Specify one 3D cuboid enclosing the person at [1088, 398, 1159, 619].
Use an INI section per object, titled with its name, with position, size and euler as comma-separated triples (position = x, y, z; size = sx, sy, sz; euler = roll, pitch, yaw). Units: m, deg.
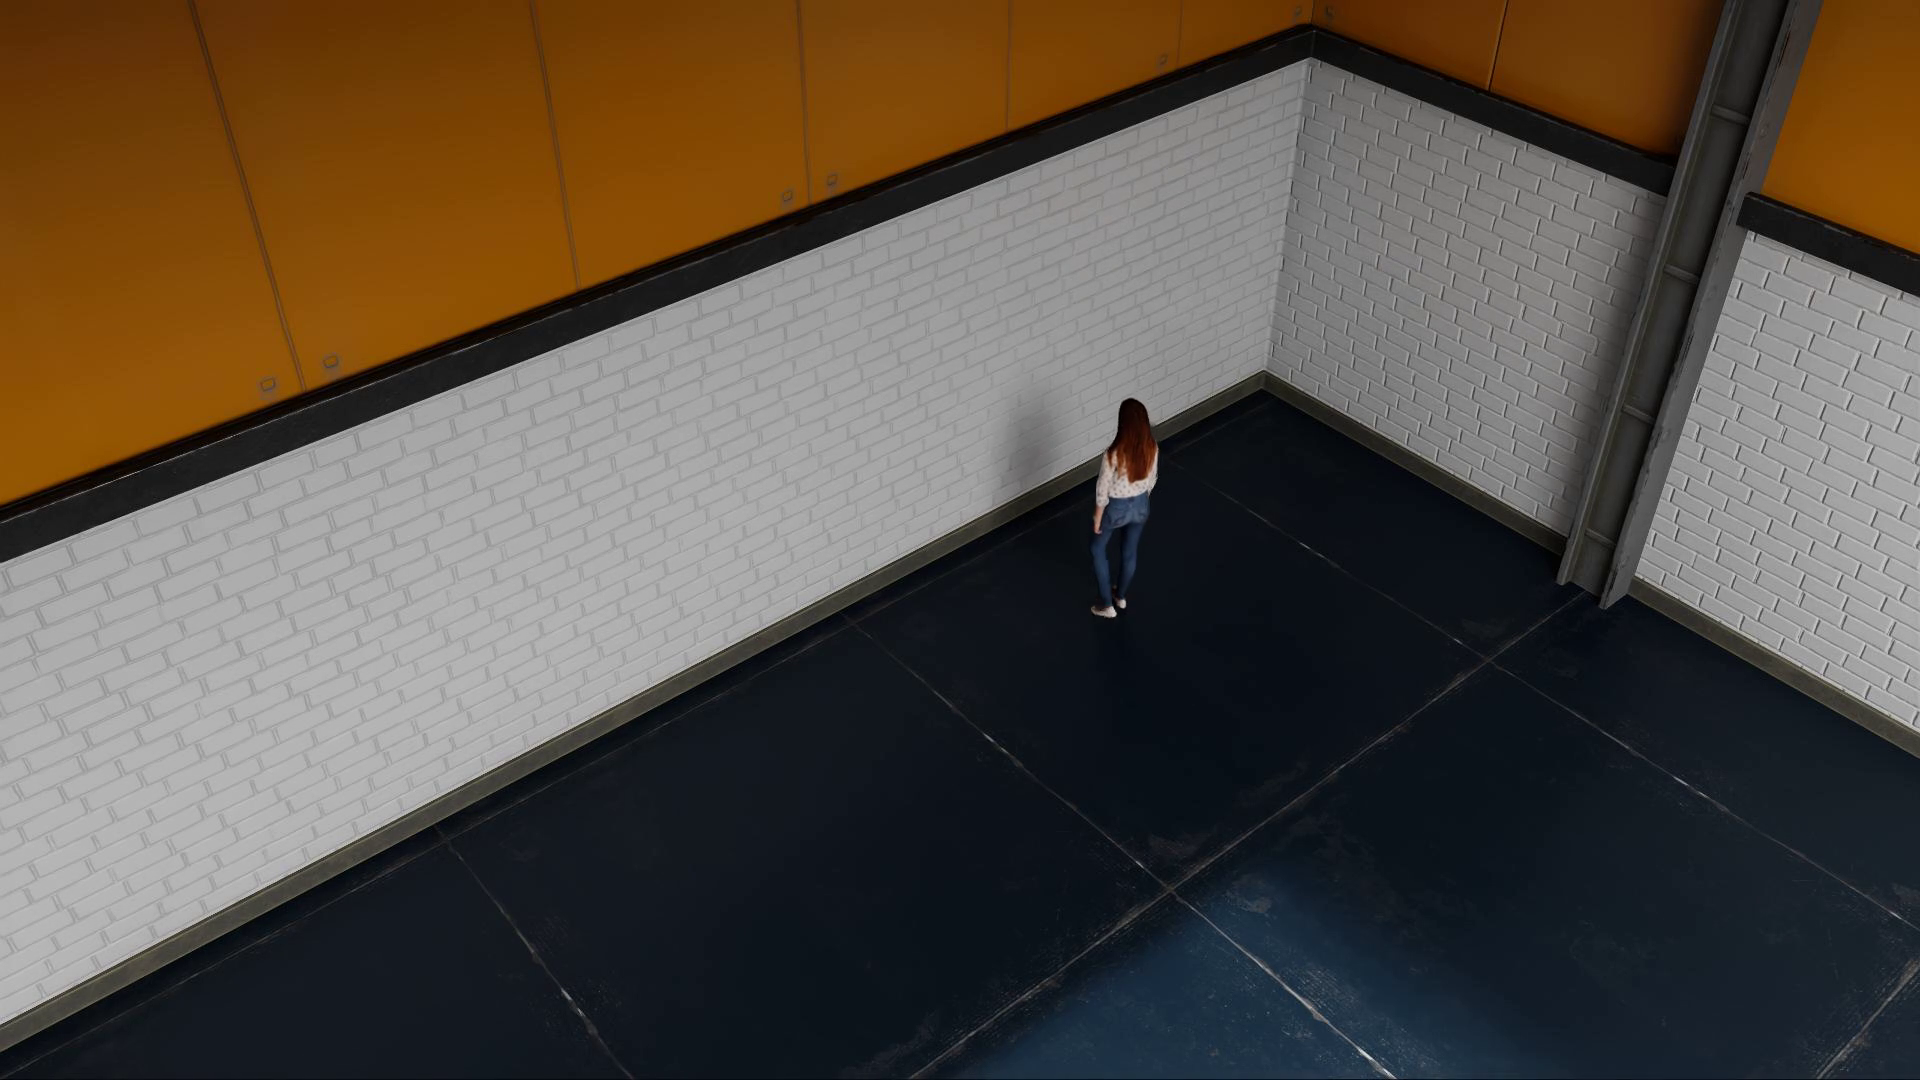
[person]
position = 1.095, -0.167, 10.828
size = 0.719, 1.724, 0.784
euler = -11, 40, -13
